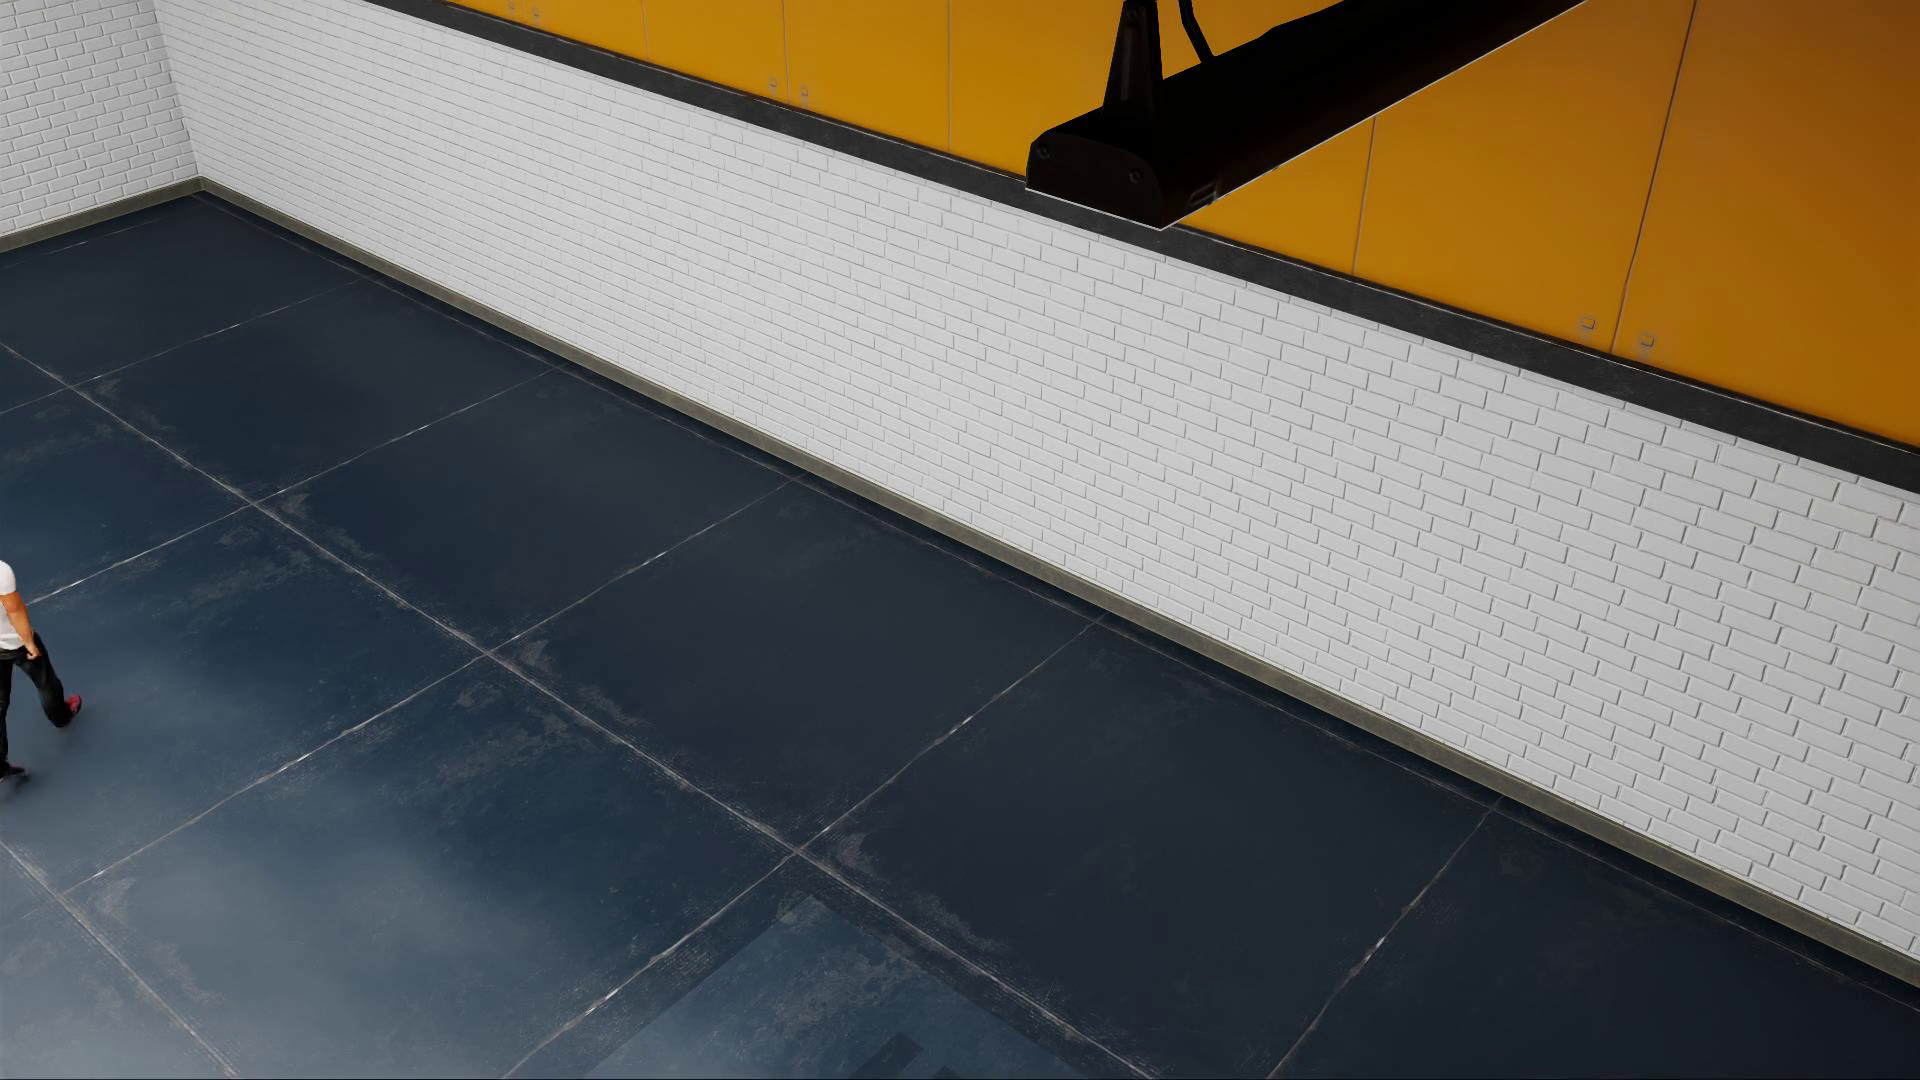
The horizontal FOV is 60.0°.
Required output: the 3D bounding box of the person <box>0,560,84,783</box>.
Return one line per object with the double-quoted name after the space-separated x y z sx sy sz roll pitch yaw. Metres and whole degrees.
-5.866 0.673 10.056 1.108 1.766 1.217 -1 34 -1 "person"
